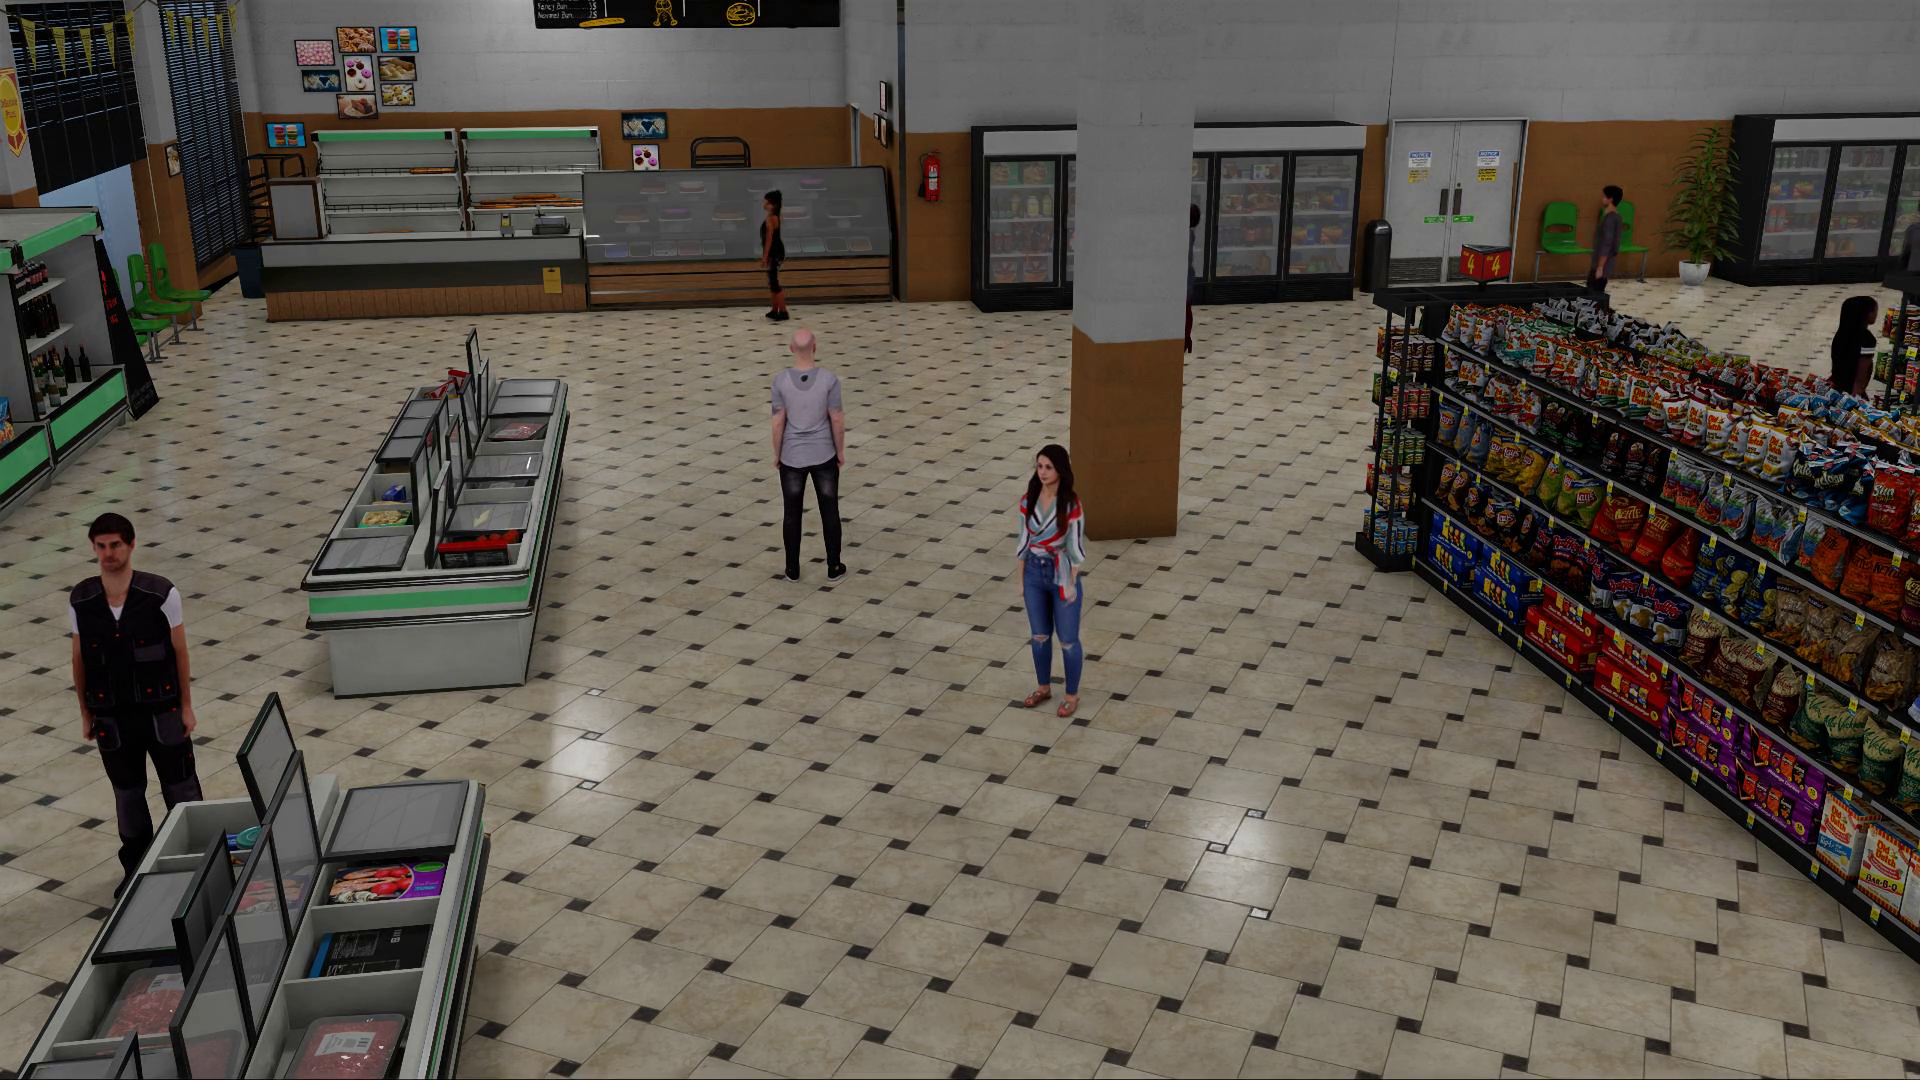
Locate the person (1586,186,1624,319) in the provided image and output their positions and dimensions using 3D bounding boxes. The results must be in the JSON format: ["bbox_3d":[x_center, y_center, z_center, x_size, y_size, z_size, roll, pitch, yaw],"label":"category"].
[{"bbox_3d":[7.625,-3.202,19.501,0.999,1.842,0.959,9,21,25],"label":"person"}]

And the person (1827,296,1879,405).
[{"bbox_3d":[7.127,-1.111,13.561,0.693,1.676,1.124,-3,19,-8],"label":"person"}]

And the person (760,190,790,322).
[{"bbox_3d":[-2.354,-3.599,20.980,0.781,1.649,0.579,6,19,16],"label":"person"}]

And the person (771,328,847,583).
[{"bbox_3d":[-1.075,-0.601,11.793,0.695,1.839,0.626,-1,19,-2],"label":"person"}]

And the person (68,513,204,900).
[{"bbox_3d":[-3.818,0.762,7.733,0.657,1.849,0.576,-5,19,-14],"label":"person"}]

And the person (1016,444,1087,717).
[{"bbox_3d":[0.541,0.219,9.717,0.656,1.611,0.696,10,21,27],"label":"person"}]

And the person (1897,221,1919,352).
[{"bbox_3d":[10.628,-2.845,18.422,0.833,1.855,0.705,-9,21,-25],"label":"person"}]
